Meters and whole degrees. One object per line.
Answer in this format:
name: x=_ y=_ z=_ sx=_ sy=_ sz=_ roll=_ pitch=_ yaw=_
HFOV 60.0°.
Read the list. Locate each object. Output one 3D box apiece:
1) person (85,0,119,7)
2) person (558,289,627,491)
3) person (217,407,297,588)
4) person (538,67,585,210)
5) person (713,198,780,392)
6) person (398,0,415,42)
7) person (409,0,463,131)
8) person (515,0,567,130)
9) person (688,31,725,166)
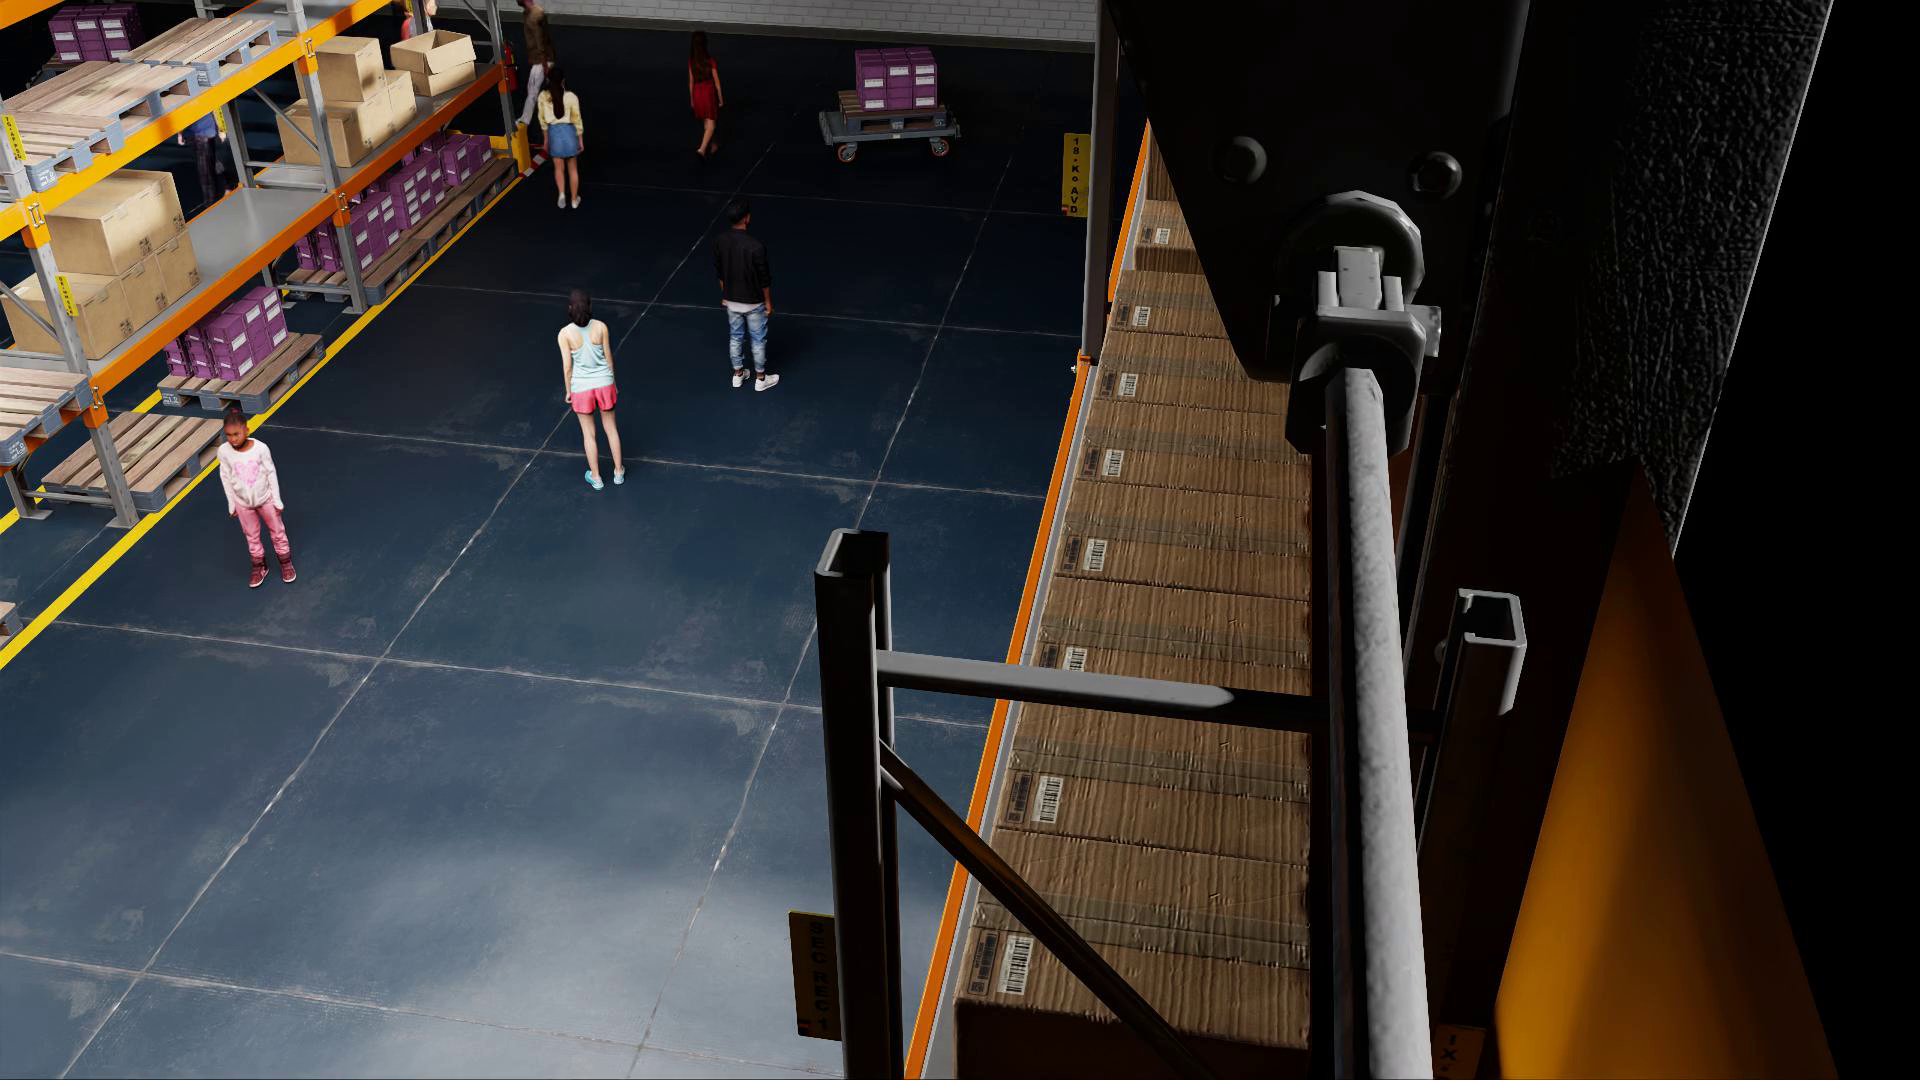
person: x=-12.112 y=-7.736 z=23.511 sx=0.678 sy=1.587 sz=0.947 roll=8 pitch=34 yaw=12
person: x=-3.001 y=-1.233 z=13.569 sx=0.700 sy=1.764 sz=0.737 roll=-12 pitch=36 yaw=-18
person: x=-5.311 y=-0.334 z=12.506 sx=0.610 sy=1.443 sz=0.616 roll=-8 pitch=34 yaw=-12
person: x=-4.430 y=-4.424 z=18.501 sx=0.756 sy=1.619 sz=0.889 roll=-2 pitch=34 yaw=-4
person: x=-1.943 y=-2.208 z=14.991 sx=0.750 sy=1.813 sz=0.682 roll=14 pitch=36 yaw=20
person: x=-7.079 y=-6.266 z=21.472 sx=0.637 sy=1.398 sz=0.813 roll=9 pitch=35 yaw=13
person: x=-6.546 y=-5.758 z=20.354 sx=1.118 sy=1.788 sz=1.047 roll=-24 pitch=40 yaw=-31
person: x=-5.092 y=-5.932 z=20.626 sx=1.019 sy=1.777 sz=1.175 roll=-4 pitch=34 yaw=-6
person: x=-3.050 y=-5.255 z=19.831 sx=0.602 sy=1.531 sz=1.032 roll=8 pitch=35 yaw=12
